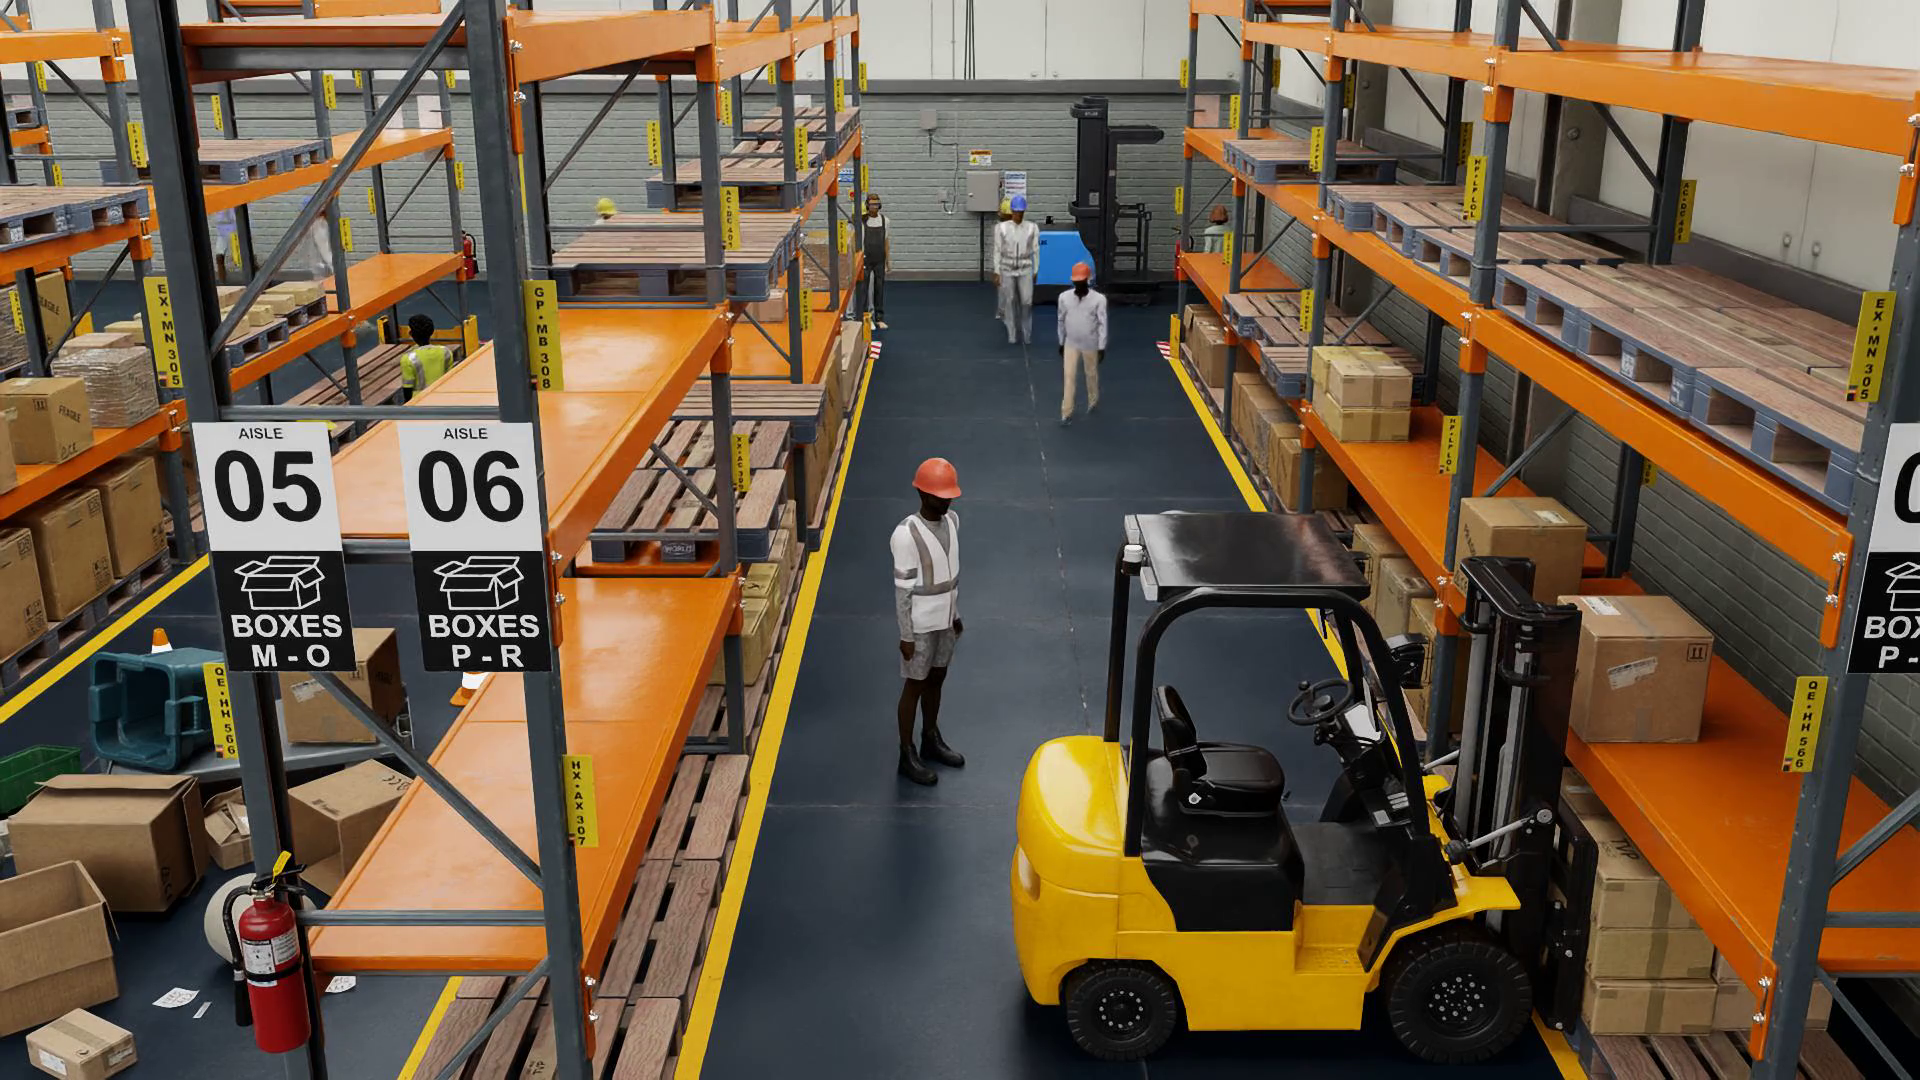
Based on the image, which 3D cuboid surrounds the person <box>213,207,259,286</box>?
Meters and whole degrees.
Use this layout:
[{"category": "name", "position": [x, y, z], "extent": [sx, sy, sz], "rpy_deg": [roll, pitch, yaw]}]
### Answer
[{"category": "person", "position": [-10.933, -4.620, 25.032], "extent": [0.552, 1.894, 0.998], "rpy_deg": [9, 20, 25]}]

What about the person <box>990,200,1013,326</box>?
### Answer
[{"category": "person", "position": [0.618, -3.837, 22.952], "extent": [0.513, 1.717, 0.587], "rpy_deg": [-12, 22, -33]}]

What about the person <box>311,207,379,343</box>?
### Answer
[{"category": "person", "position": [-8.134, -3.511, 21.644], "extent": [1.000, 1.891, 0.612], "rpy_deg": [-1, 18, -3]}]

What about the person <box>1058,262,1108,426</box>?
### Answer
[{"category": "person", "position": [1.303, -2.110, 17.712], "extent": [0.580, 1.706, 0.893], "rpy_deg": [7, 19, 19]}]

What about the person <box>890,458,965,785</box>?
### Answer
[{"category": "person", "position": [-0.151, 0.455, 9.598], "extent": [0.375, 1.933, 0.550], "rpy_deg": [12, 22, 33]}]

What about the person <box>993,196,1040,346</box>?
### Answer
[{"category": "person", "position": [0.727, -3.452, 21.407], "extent": [0.603, 1.928, 0.651], "rpy_deg": [0, 18, -1]}]

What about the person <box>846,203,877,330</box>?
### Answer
[{"category": "person", "position": [-1.345, -3.687, 22.437], "extent": [0.485, 1.735, 0.322], "rpy_deg": [-3, 19, -10]}]

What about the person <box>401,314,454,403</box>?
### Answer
[{"category": "person", "position": [-4.750, -1.182, 14.928], "extent": [0.320, 1.693, 0.534], "rpy_deg": [13, 22, 35]}]

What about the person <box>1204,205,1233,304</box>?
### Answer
[{"category": "person", "position": [3.540, -3.770, 22.844], "extent": [0.501, 1.633, 0.285], "rpy_deg": [-10, 21, -28]}]

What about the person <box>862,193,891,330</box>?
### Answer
[{"category": "person", "position": [-1.174, -3.748, 22.445], "extent": [0.506, 1.847, 0.346], "rpy_deg": [-8, 20, -22]}]

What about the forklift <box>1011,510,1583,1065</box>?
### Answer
[{"category": "forklift", "position": [1.387, 1.055, 7.378], "extent": [2.313, 2.155, 1.214], "rpy_deg": [0, 18, 0]}]

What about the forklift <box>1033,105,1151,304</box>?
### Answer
[{"category": "forklift", "position": [1.857, -4.944, 24.441], "extent": [1.873, 2.768, 1.129], "rpy_deg": [0, 18, 0]}]
